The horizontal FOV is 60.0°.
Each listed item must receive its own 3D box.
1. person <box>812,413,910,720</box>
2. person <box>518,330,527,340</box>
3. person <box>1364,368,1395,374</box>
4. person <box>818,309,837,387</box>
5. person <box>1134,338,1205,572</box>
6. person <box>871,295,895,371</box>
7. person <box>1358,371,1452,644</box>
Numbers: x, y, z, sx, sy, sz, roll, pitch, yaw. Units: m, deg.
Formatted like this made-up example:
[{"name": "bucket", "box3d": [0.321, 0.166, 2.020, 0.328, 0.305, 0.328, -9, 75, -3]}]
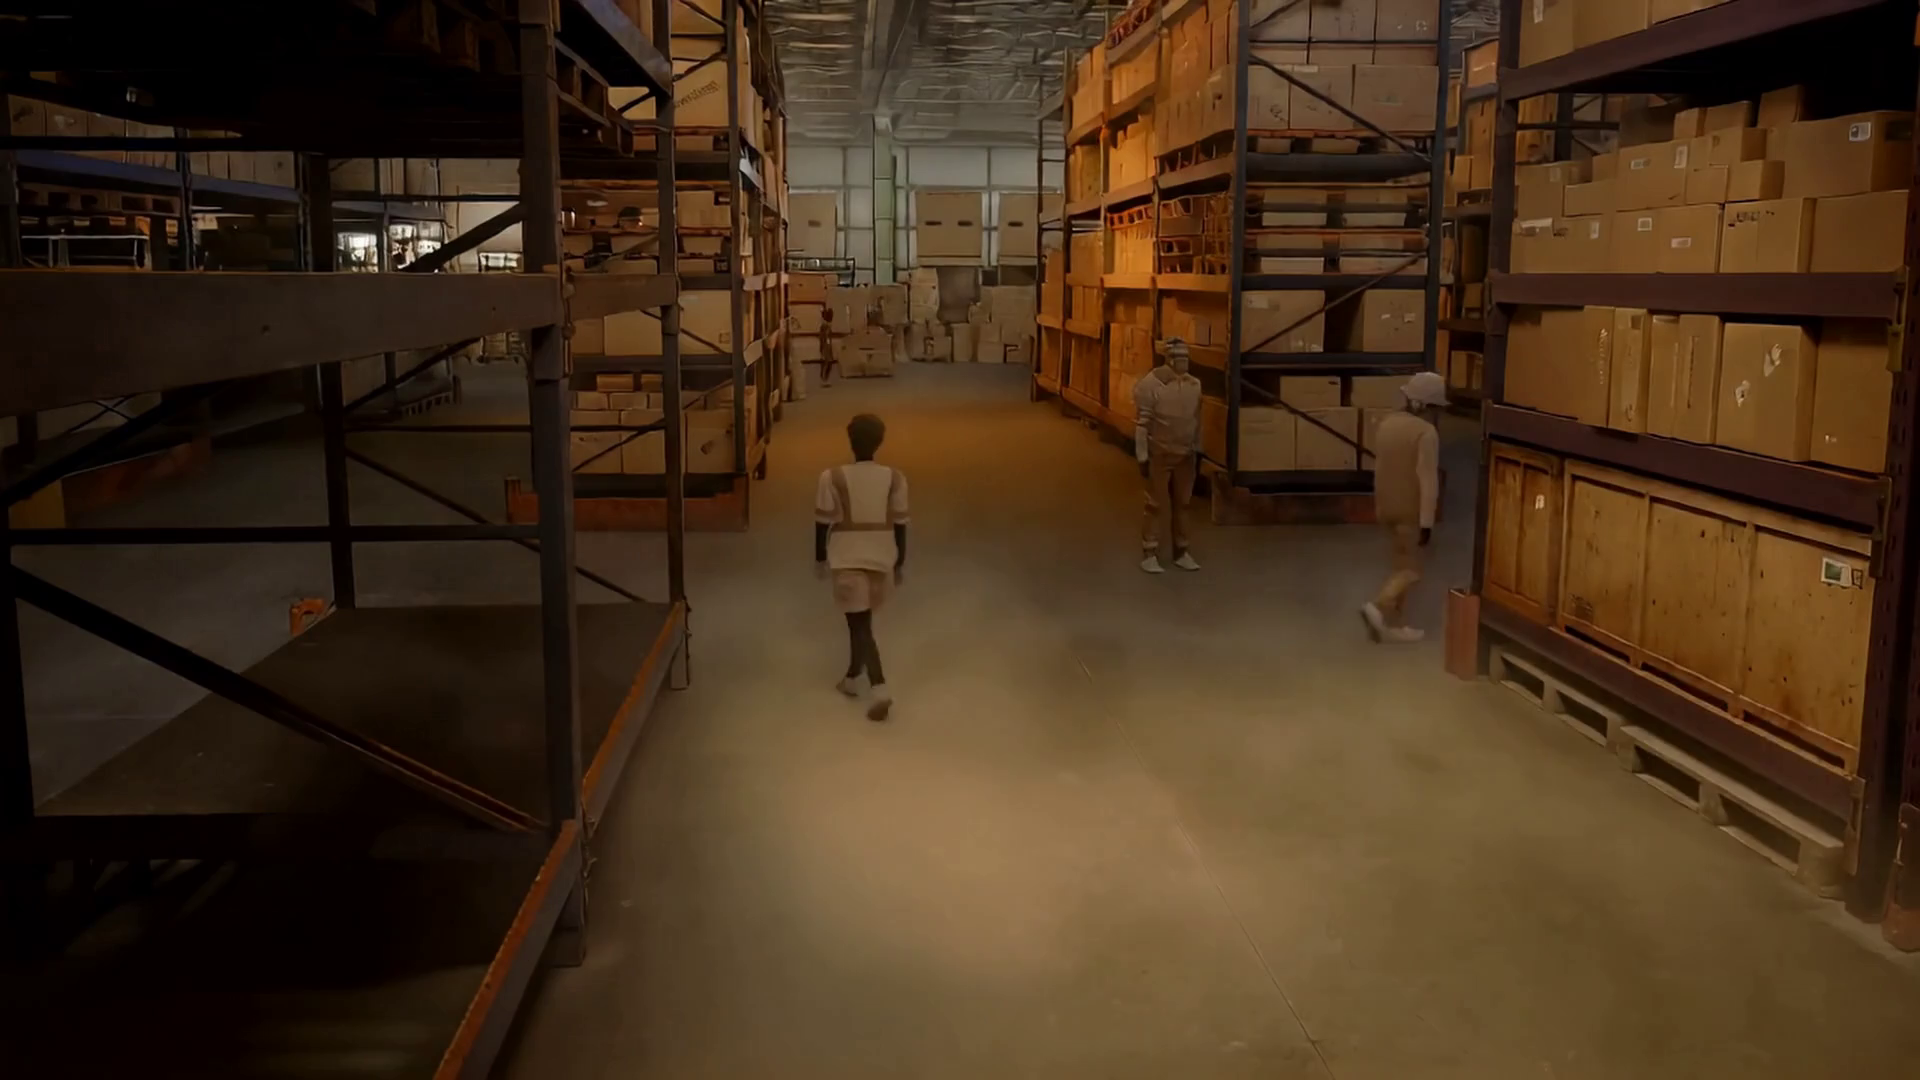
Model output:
[{"name": "person", "box3d": [-0.512, 0.131, 9.160, 0.527, 1.654, 0.873, -5, 10, -27]}, {"name": "person", "box3d": [-16.093, -8.332, 61.478, 0.597, 1.907, 0.638, -7, 12, -39]}, {"name": "person", "box3d": [6.746, -2.786, 27.111, 0.666, 1.780, 0.931, 2, 9, 10]}, {"name": "person", "box3d": [-2.839, -4.099, 35.589, 0.370, 1.682, 0.553, -3, 10, -20]}, {"name": "person", "box3d": [1.730, -0.692, 13.564, 0.642, 1.900, 0.400, -4, 10, -26]}, {"name": "person", "box3d": [-2.113, -5.200, 41.846, 0.896, 1.910, 0.638, 3, 9, 16]}, {"name": "person", "box3d": [2.826, -0.184, 10.661, 0.552, 1.801, 0.615, -4, 10, -24]}]
